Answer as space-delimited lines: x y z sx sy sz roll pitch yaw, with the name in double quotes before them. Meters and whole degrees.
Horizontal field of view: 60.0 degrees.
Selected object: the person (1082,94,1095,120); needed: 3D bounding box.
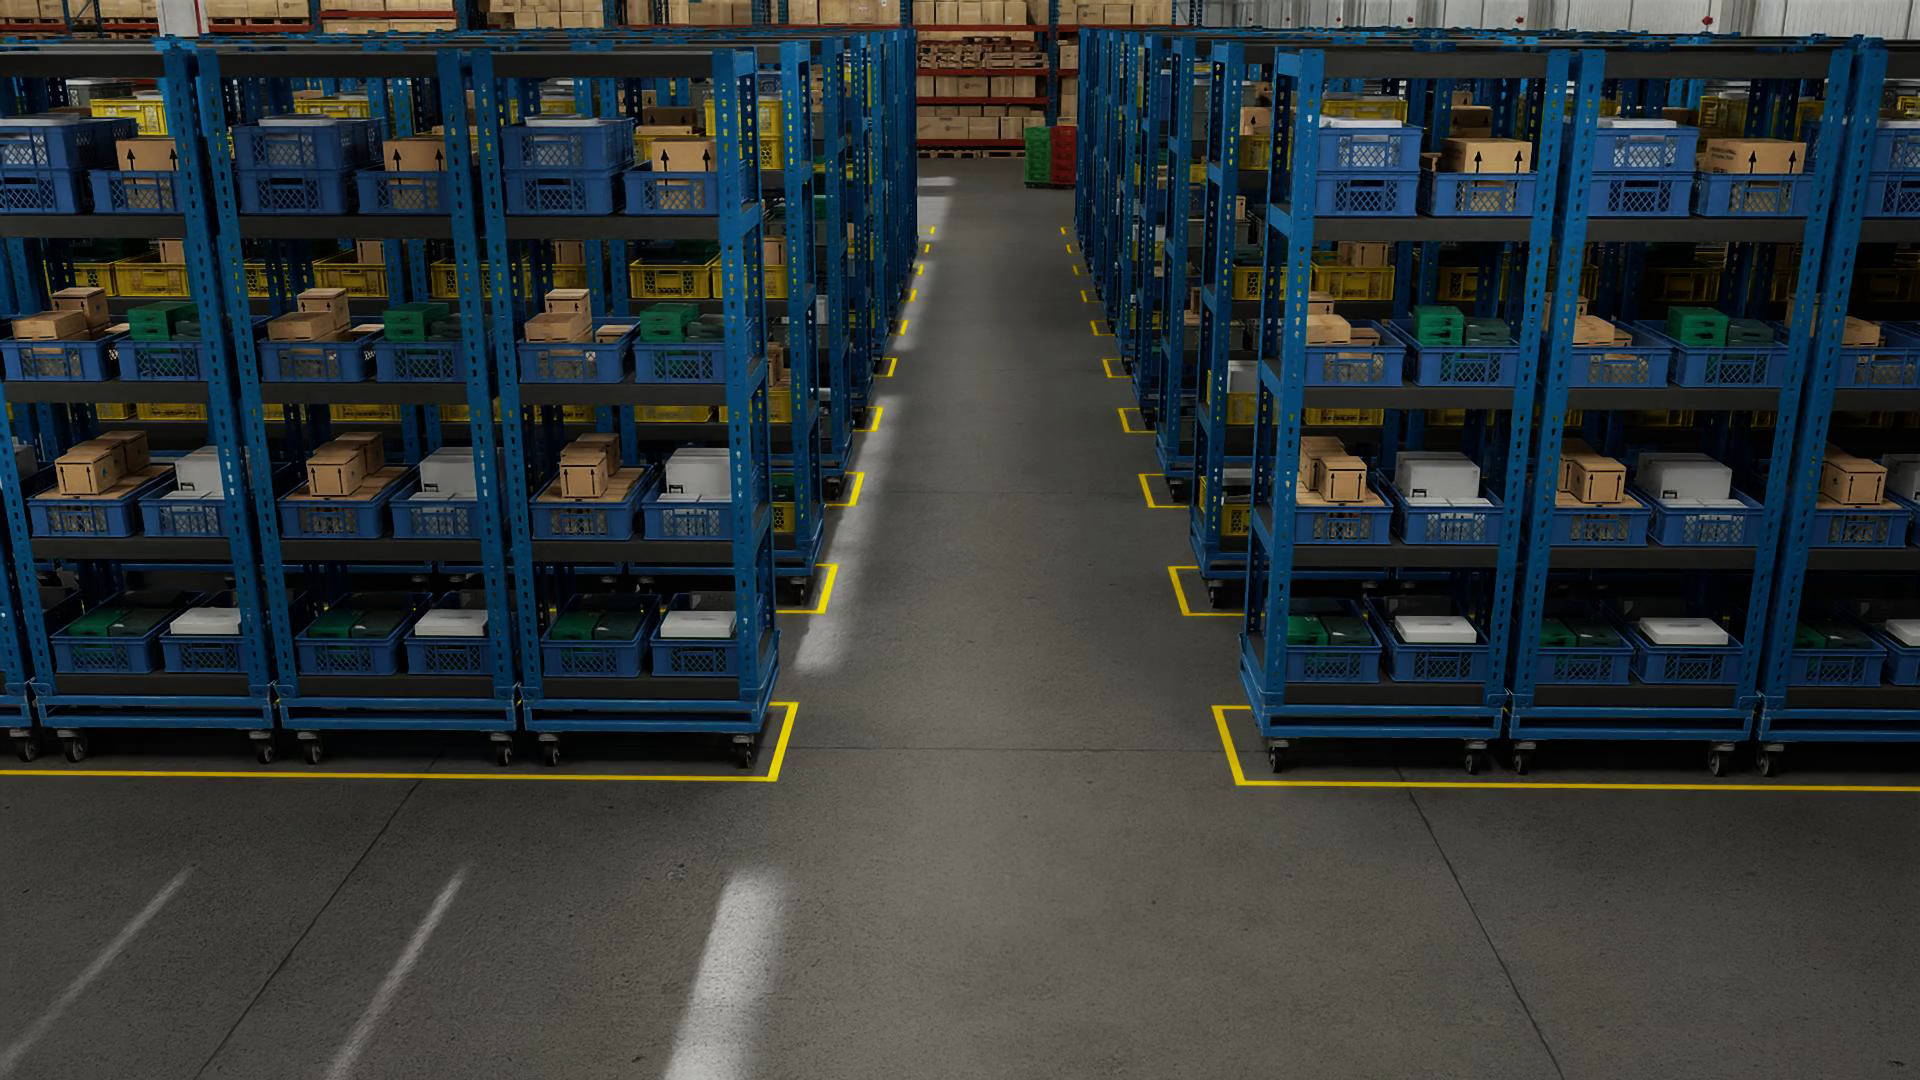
"person" 3.325 -10.499 42.578 0.611 1.985 0.415 -1 17 -4
